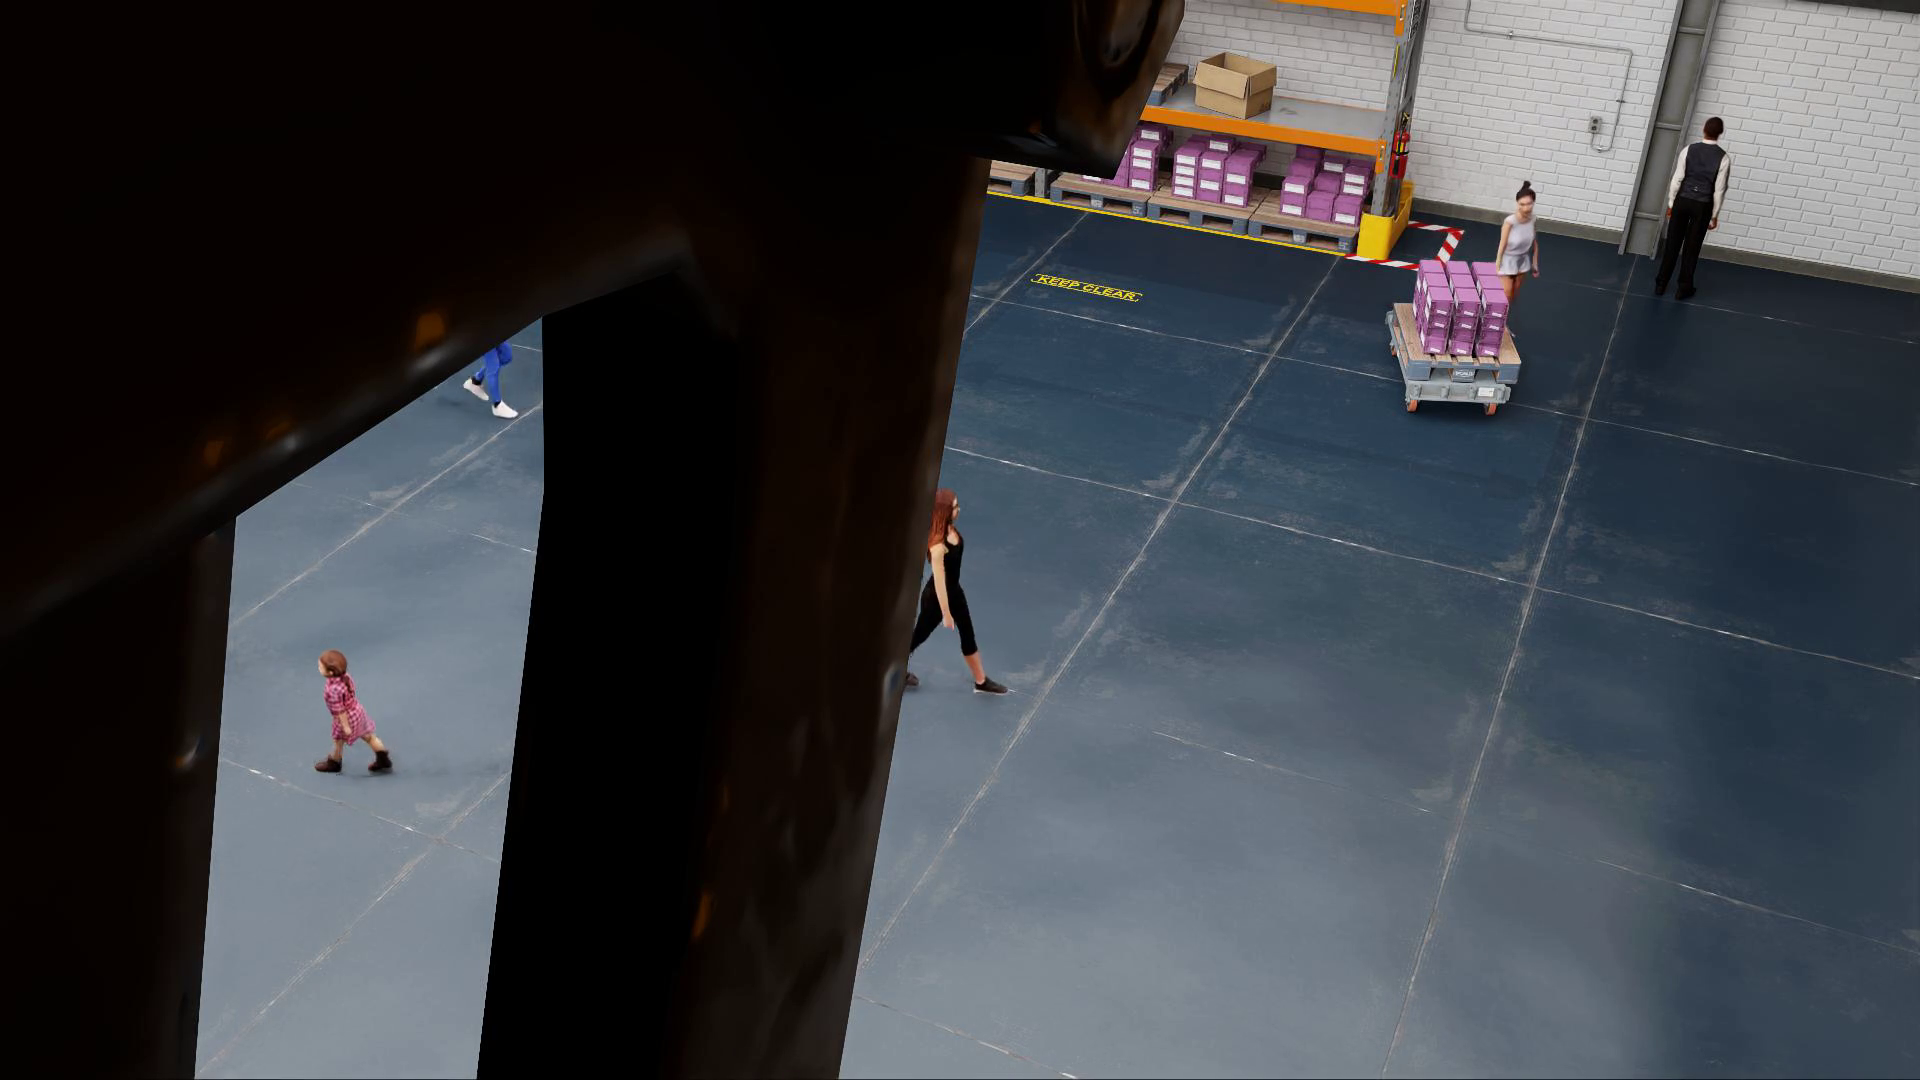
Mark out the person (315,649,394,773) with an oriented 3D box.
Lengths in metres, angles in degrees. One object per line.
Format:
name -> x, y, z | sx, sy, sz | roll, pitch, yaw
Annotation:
person -> -4.050, 1.164, 11.108 | 0.796, 1.004, 0.624 | 0, 34, -1

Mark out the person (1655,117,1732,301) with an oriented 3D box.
person -> 7.583, -3.440, 17.210 | 0.583, 1.917, 0.800 | 22, 40, 30

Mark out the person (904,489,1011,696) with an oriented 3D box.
person -> -0.213, 0.400, 11.645 | 1.191, 1.683, 0.702 | 9, 35, 13

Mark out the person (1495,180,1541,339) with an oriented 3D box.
person -> 5.421, -2.787, 16.490 | 0.729, 1.626, 0.774 | -22, 39, -29
